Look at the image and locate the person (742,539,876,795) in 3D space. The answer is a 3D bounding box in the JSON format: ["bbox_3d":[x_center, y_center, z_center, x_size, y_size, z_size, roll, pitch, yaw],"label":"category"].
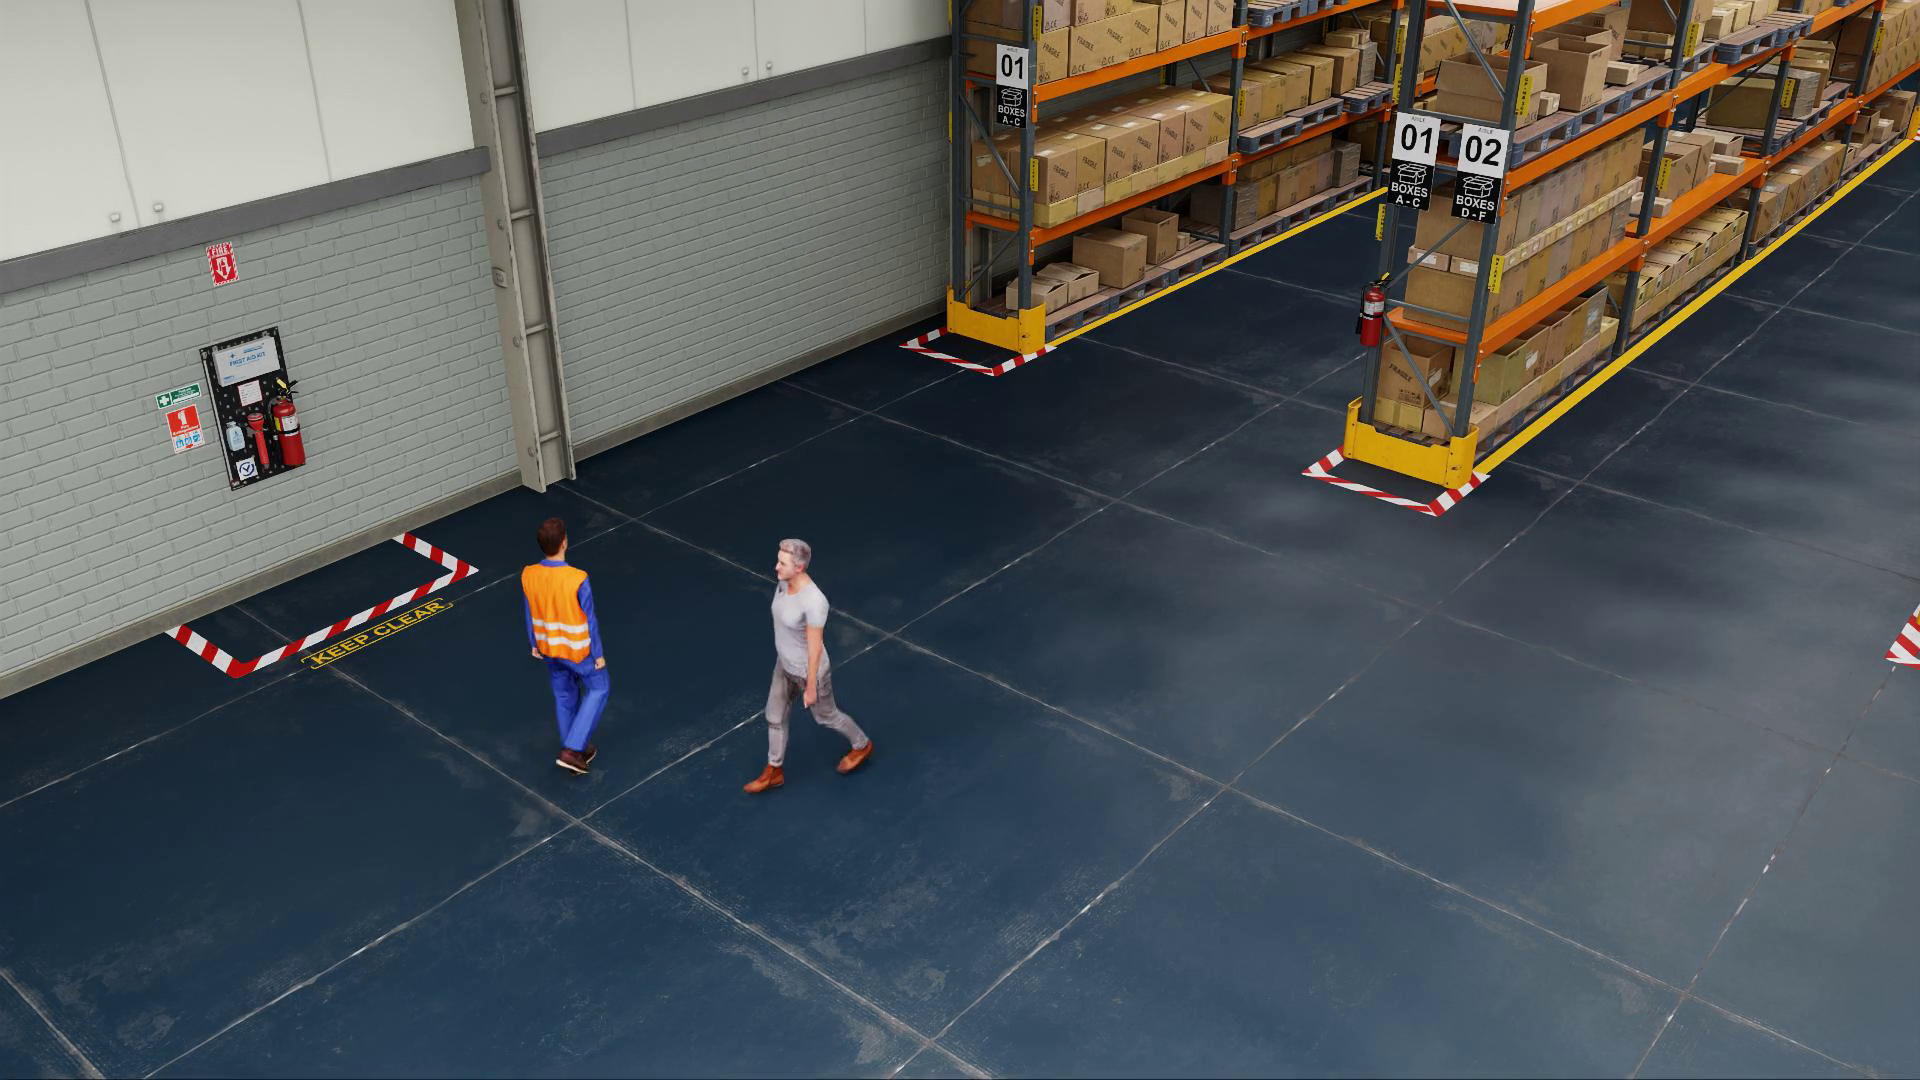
[{"bbox_3d":[-0.913,0.799,10.666,1.258,1.791,0.946,-16,32,-27],"label":"person"}]

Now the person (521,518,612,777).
[{"bbox_3d":[-2.554,0.756,10.681,0.844,1.852,0.898,9,29,16],"label":"person"}]
